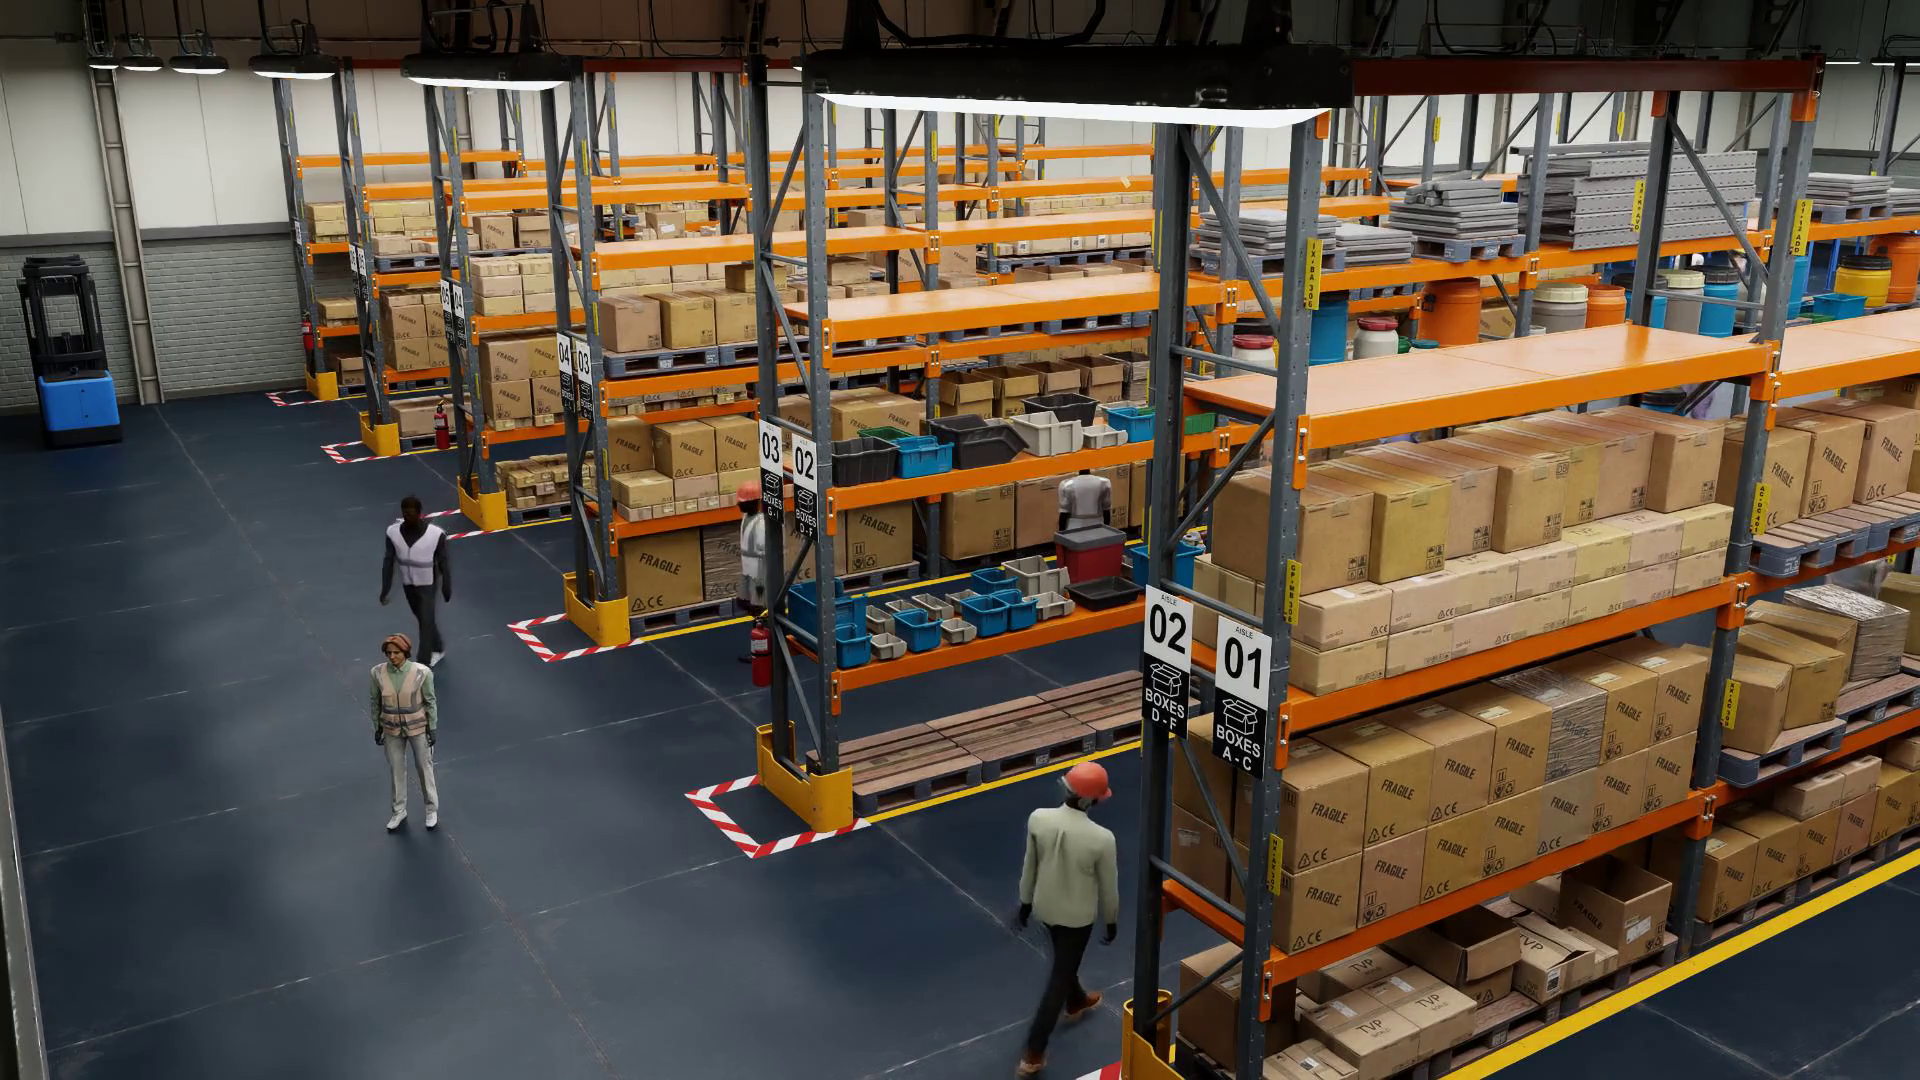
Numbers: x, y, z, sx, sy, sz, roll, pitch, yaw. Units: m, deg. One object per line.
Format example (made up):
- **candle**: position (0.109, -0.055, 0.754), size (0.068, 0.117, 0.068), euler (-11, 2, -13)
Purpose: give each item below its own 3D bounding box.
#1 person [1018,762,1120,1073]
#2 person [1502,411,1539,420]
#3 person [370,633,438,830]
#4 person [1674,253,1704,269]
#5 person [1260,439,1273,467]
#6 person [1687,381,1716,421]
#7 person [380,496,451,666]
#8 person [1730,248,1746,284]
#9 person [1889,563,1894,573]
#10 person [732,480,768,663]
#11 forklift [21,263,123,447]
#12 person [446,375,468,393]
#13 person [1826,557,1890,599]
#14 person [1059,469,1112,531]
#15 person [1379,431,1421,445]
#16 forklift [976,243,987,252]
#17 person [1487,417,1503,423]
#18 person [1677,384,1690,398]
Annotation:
- **person**: position (0.640, 2.275, 9.699), size (0.654, 1.932, 1.024), euler (12, 21, 34)
- **person**: position (7.340, -1.121, 20.814), size (1.026, 1.957, 0.605), euler (-8, 19, -23)
- **person**: position (-4.436, 1.523, 12.640), size (0.514, 1.641, 0.309), euler (-1, 17, -3)
- **person**: position (16.894, -6.010, 36.697), size (0.610, 2.029, 0.466), euler (6, 18, 20)
- **person**: position (3.960, -0.818, 19.830), size (0.386, 1.928, 0.589), euler (-10, 20, -30)
- **person**: position (11.531, -2.264, 24.614), size (0.651, 1.905, 0.403), euler (-15, 22, -40)
- **person**: position (-5.418, 0.467, 15.732), size (0.612, 1.863, 1.019), euler (3, 17, 9)
- **person**: position (18.508, -6.171, 37.685), size (0.541, 1.751, 0.457), euler (-9, 19, -28)
- **person**: position (9.166, 0.411, 16.022), size (0.803, 1.787, 0.622), euler (-5, 18, -15)
- **person**: position (-2.084, 0.314, 16.121), size (0.457, 1.925, 0.574), euler (-8, 19, -24)
- **forklift**: position (-14.518, -3.079, 25.708), size (1.129, 2.768, 1.873), euler (-10, 20, -31)
- **person**: position (-8.661, -3.015, 27.173), size (0.636, 1.854, 0.515), euler (-16, 23, -42)
- **person**: position (8.665, 0.633, 15.318), size (0.699, 1.820, 0.594), euler (-6, 18, -20)
- **person**: position (1.366, -0.086, 17.363), size (0.601, 1.967, 0.369), euler (-3, 17, -8)
- **person**: position (5.708, -1.035, 20.552), size (0.540, 1.930, 0.385), euler (1, 17, 2)
- **forklift**: position (0.988, -5.474, 34.718), size (1.214, 2.155, 2.313), euler (-10, 20, -31)
- **person**: position (6.865, -0.905, 20.404), size (0.336, 1.759, 0.528), euler (-11, 20, -32)
- **person**: position (10.884, -2.189, 24.326), size (0.623, 1.932, 0.369), euler (5, 18, 15)
